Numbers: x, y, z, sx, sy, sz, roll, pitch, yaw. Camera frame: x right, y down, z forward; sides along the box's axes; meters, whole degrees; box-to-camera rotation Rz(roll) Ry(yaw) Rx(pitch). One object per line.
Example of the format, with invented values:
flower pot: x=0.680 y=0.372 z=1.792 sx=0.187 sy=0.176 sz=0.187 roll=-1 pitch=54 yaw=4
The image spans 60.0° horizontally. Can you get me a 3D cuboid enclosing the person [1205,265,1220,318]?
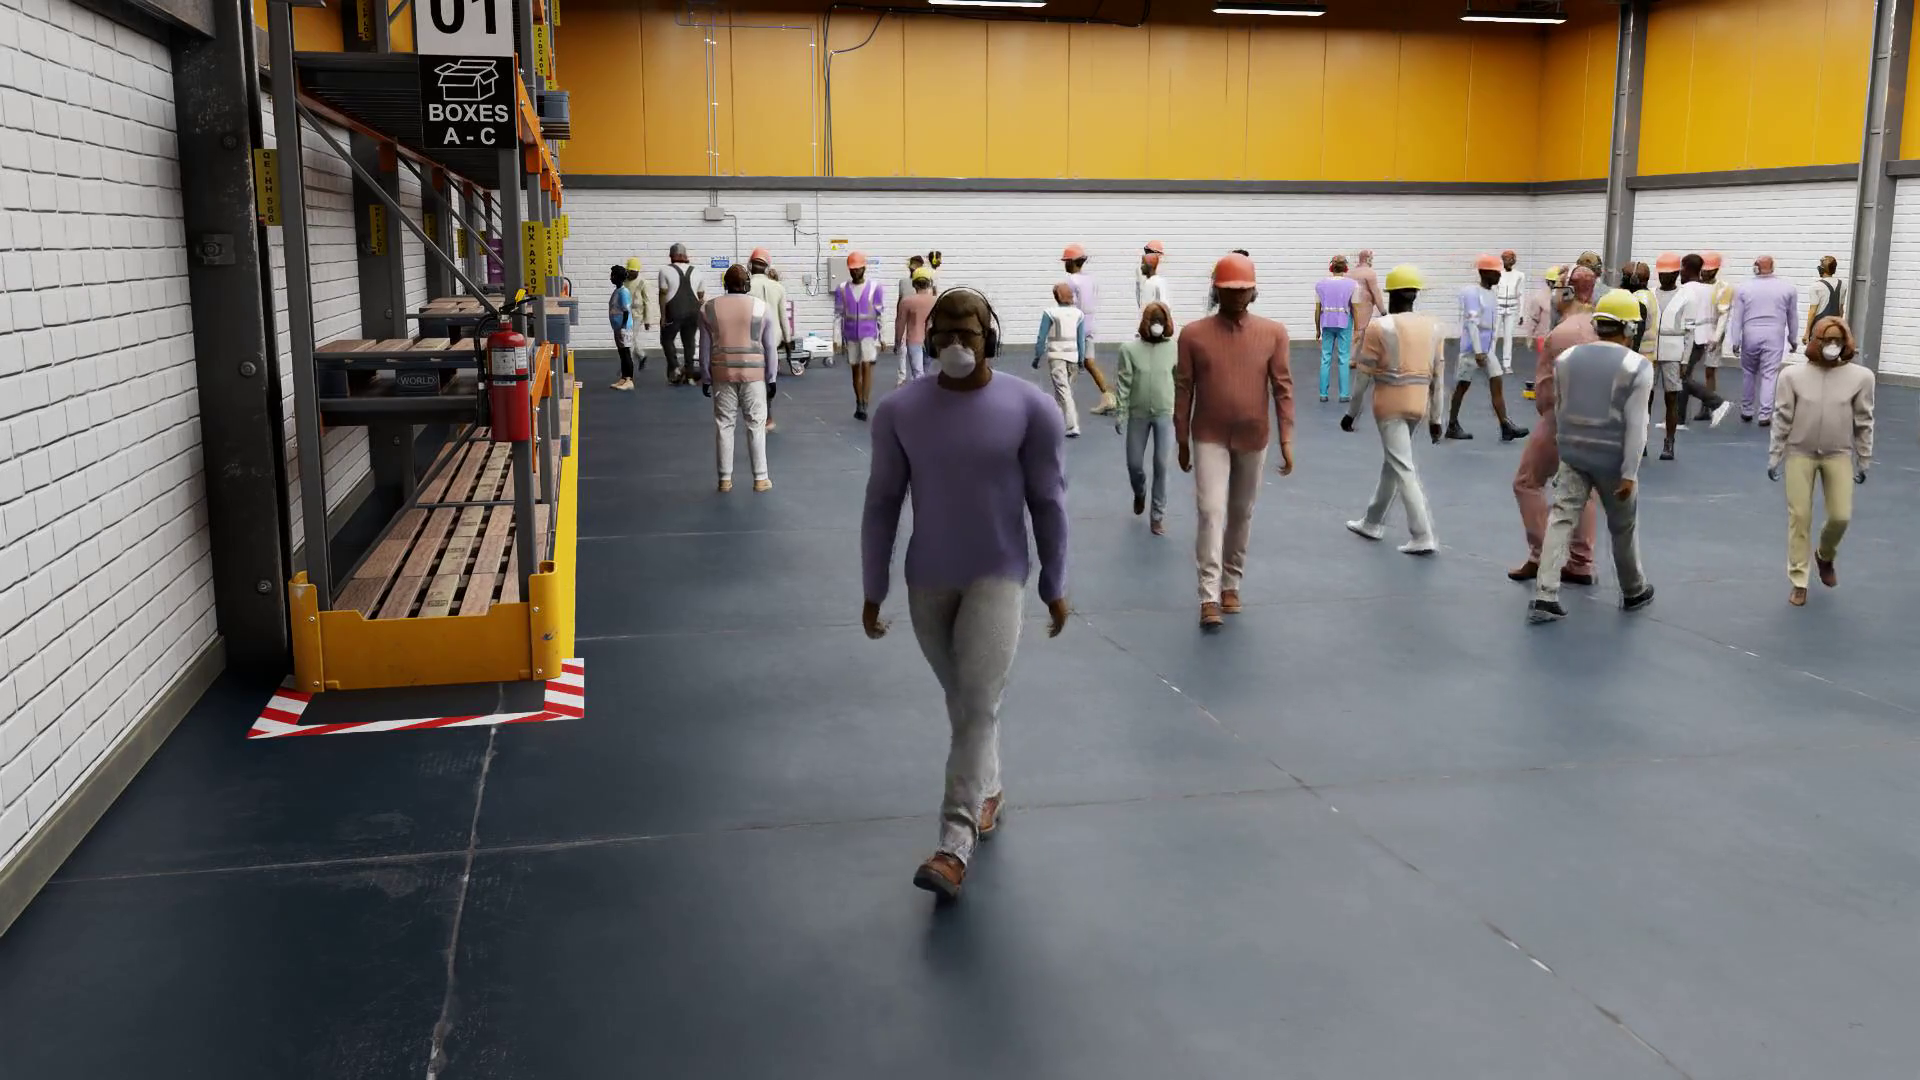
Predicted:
person: x=3.937 y=-3.267 z=24.728 sx=0.827 sy=1.711 sz=0.493 roll=-2 pitch=10 yaw=-9

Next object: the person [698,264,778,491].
person: x=-1.793 y=-1.311 z=13.520 sx=0.637 sy=1.842 sz=0.429 roll=0 pitch=10 yaw=0

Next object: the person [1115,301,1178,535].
person: x=1.350 y=-0.871 z=11.682 sx=0.516 sy=1.617 sz=0.538 roll=1 pitch=10 yaw=8

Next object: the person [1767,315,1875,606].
person: x=4.841 y=-0.453 z=9.380 sx=0.523 sy=1.623 sz=0.502 roll=4 pitch=11 yaw=23

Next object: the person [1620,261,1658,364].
person: x=6.126 y=-1.618 z=15.225 sx=0.429 sy=1.844 sz=0.623 roll=5 pitch=12 yaw=28

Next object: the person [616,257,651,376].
person: x=-4.949 y=-3.391 z=25.212 sx=0.647 sy=1.784 sz=0.766 roll=5 pitch=11 yaw=26

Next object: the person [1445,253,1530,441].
person: x=5.332 y=-1.929 z=16.780 sx=0.560 sy=1.892 sz=0.933 roll=-8 pitch=13 yaw=-38

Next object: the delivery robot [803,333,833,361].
delivery robot: x=-2.367 y=-3.075 z=26.601 sx=0.707 sy=0.478 sz=0.477 roll=-3 pitch=11 yaw=-18

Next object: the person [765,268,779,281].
person: x=-2.943 y=-3.629 z=27.068 sx=0.492 sy=1.591 sz=0.869 roll=9 pitch=14 yaw=40

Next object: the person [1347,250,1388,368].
person: x=6.523 y=-3.663 z=26.477 sx=0.899 sy=1.868 sz=0.650 roll=-3 pitch=11 yaw=-15

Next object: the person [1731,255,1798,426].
person: x=8.931 y=-2.217 z=18.482 sx=0.666 sy=1.860 sz=0.934 roll=5 pitch=11 yaw=26

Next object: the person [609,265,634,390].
person: x=-4.620 y=-2.891 z=22.673 sx=0.320 sy=1.697 sz=0.531 roll=-4 pitch=11 yaw=-23

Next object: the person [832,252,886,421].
person: x=-1.169 y=-2.298 z=18.836 sx=0.580 sy=1.889 sz=0.939 roll=1 pitch=10 yaw=8

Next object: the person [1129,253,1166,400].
person: x=2.288 y=-2.634 z=20.776 sx=0.645 sy=1.865 sz=0.605 roll=4 pitch=11 yaw=22

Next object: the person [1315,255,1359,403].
person: x=4.726 y=-2.643 z=20.886 sx=0.565 sy=1.847 sz=0.389 roll=5 pitch=12 yaw=27

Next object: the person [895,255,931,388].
person: x=-0.658 y=-2.989 z=22.858 sx=0.549 sy=1.825 sz=0.697 roll=3 pitch=11 yaw=15

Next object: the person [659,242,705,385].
person: x=-3.947 y=-3.209 z=23.488 sx=0.703 sy=2.000 sz=0.564 roll=-7 pitch=12 yaw=-32

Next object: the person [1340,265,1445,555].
person: x=2.882 y=-0.865 z=10.975 sx=0.590 sy=1.875 sz=0.978 roll=-5 pitch=12 yaw=-28

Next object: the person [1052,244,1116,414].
person: x=1.411 y=-2.461 z=19.484 sx=1.034 sy=1.999 sz=0.627 roll=8 pitch=13 yaw=37

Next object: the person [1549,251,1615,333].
person: x=5.660 y=-1.646 z=15.109 sx=0.628 sy=1.940 sz=0.373 roll=9 pitch=13 yaw=40

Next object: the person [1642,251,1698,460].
person: x=6.532 y=-1.712 z=15.483 sx=0.544 sy=1.937 sz=0.358 roll=8 pitch=13 yaw=37

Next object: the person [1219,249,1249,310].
person: x=3.832 y=-3.181 z=23.682 sx=0.976 sy=1.926 sz=0.601 roll=-3 pitch=11 yaw=-14

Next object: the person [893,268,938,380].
person: x=-0.472 y=-2.226 z=18.945 sx=0.528 sy=1.722 sz=0.889 roll=-5 pitch=11 yaw=-24

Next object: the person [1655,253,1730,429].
person: x=7.863 y=-2.100 z=17.746 sx=0.689 sy=1.897 sz=0.600 roll=8 pitch=13 yaw=39

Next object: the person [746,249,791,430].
person: x=-2.087 y=-2.109 z=17.695 sx=0.660 sy=1.951 sz=0.770 roll=-7 pitch=12 yaw=-35

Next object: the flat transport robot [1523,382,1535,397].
flat transport robot: x=7.986 y=-1.904 z=21.162 sx=1.431 sy=0.197 sz=0.652 roll=8 pitch=13 yaw=37

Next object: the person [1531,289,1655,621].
person: x=3.442 y=-0.450 z=8.943 sx=0.981 sy=1.782 sz=0.586 roll=-9 pitch=13 yaw=-40

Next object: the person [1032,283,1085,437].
person: x=1.059 y=-1.886 z=17.390 sx=0.512 sy=1.594 sz=0.864 roll=-7 pitch=12 yaw=-32

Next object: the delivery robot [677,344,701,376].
delivery robot: x=-3.735 y=-2.541 z=23.628 sx=0.707 sy=0.478 sz=0.477 roll=6 pitch=12 yaw=30

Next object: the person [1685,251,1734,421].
person: x=8.298 y=-2.259 z=18.597 sx=0.547 sy=1.895 sz=0.854 roll=9 pitch=14 yaw=41

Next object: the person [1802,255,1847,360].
person: x=10.657 y=-2.582 z=20.552 sx=0.508 sy=1.846 sz=0.345 roll=-3 pitch=11 yaw=-15

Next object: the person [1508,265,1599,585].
person: x=3.563 y=-0.678 z=9.883 sx=0.646 sy=1.889 sz=0.577 roll=-9 pitch=13 yaw=-40

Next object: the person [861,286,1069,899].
person: x=-0.008 y=0.146 z=5.315 sx=0.651 sy=1.882 sz=1.037 roll=3 pitch=11 yaw=17

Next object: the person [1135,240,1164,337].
person: x=2.988 y=-3.641 z=25.904 sx=0.387 sy=2.034 sz=0.605 roll=-7 pitch=12 yaw=-33

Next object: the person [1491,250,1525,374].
person: x=8.292 y=-3.469 z=25.362 sx=0.576 sy=1.881 sz=0.346 roll=1 pitch=10 yaw=6

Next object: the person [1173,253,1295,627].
person: x=1.458 y=-0.521 z=8.799 sx=0.625 sy=1.952 sz=0.924 roll=0 pitch=10 yaw=2

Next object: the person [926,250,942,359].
person: x=-0.472 y=-4.013 z=28.453 sx=0.431 sy=1.859 sz=0.505 roll=-1 pitch=10 yaw=-6

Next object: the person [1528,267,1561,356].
person: x=7.195 y=-2.466 z=20.287 sx=0.526 sy=1.721 sz=0.897 roll=-1 pitch=10 yaw=-6
